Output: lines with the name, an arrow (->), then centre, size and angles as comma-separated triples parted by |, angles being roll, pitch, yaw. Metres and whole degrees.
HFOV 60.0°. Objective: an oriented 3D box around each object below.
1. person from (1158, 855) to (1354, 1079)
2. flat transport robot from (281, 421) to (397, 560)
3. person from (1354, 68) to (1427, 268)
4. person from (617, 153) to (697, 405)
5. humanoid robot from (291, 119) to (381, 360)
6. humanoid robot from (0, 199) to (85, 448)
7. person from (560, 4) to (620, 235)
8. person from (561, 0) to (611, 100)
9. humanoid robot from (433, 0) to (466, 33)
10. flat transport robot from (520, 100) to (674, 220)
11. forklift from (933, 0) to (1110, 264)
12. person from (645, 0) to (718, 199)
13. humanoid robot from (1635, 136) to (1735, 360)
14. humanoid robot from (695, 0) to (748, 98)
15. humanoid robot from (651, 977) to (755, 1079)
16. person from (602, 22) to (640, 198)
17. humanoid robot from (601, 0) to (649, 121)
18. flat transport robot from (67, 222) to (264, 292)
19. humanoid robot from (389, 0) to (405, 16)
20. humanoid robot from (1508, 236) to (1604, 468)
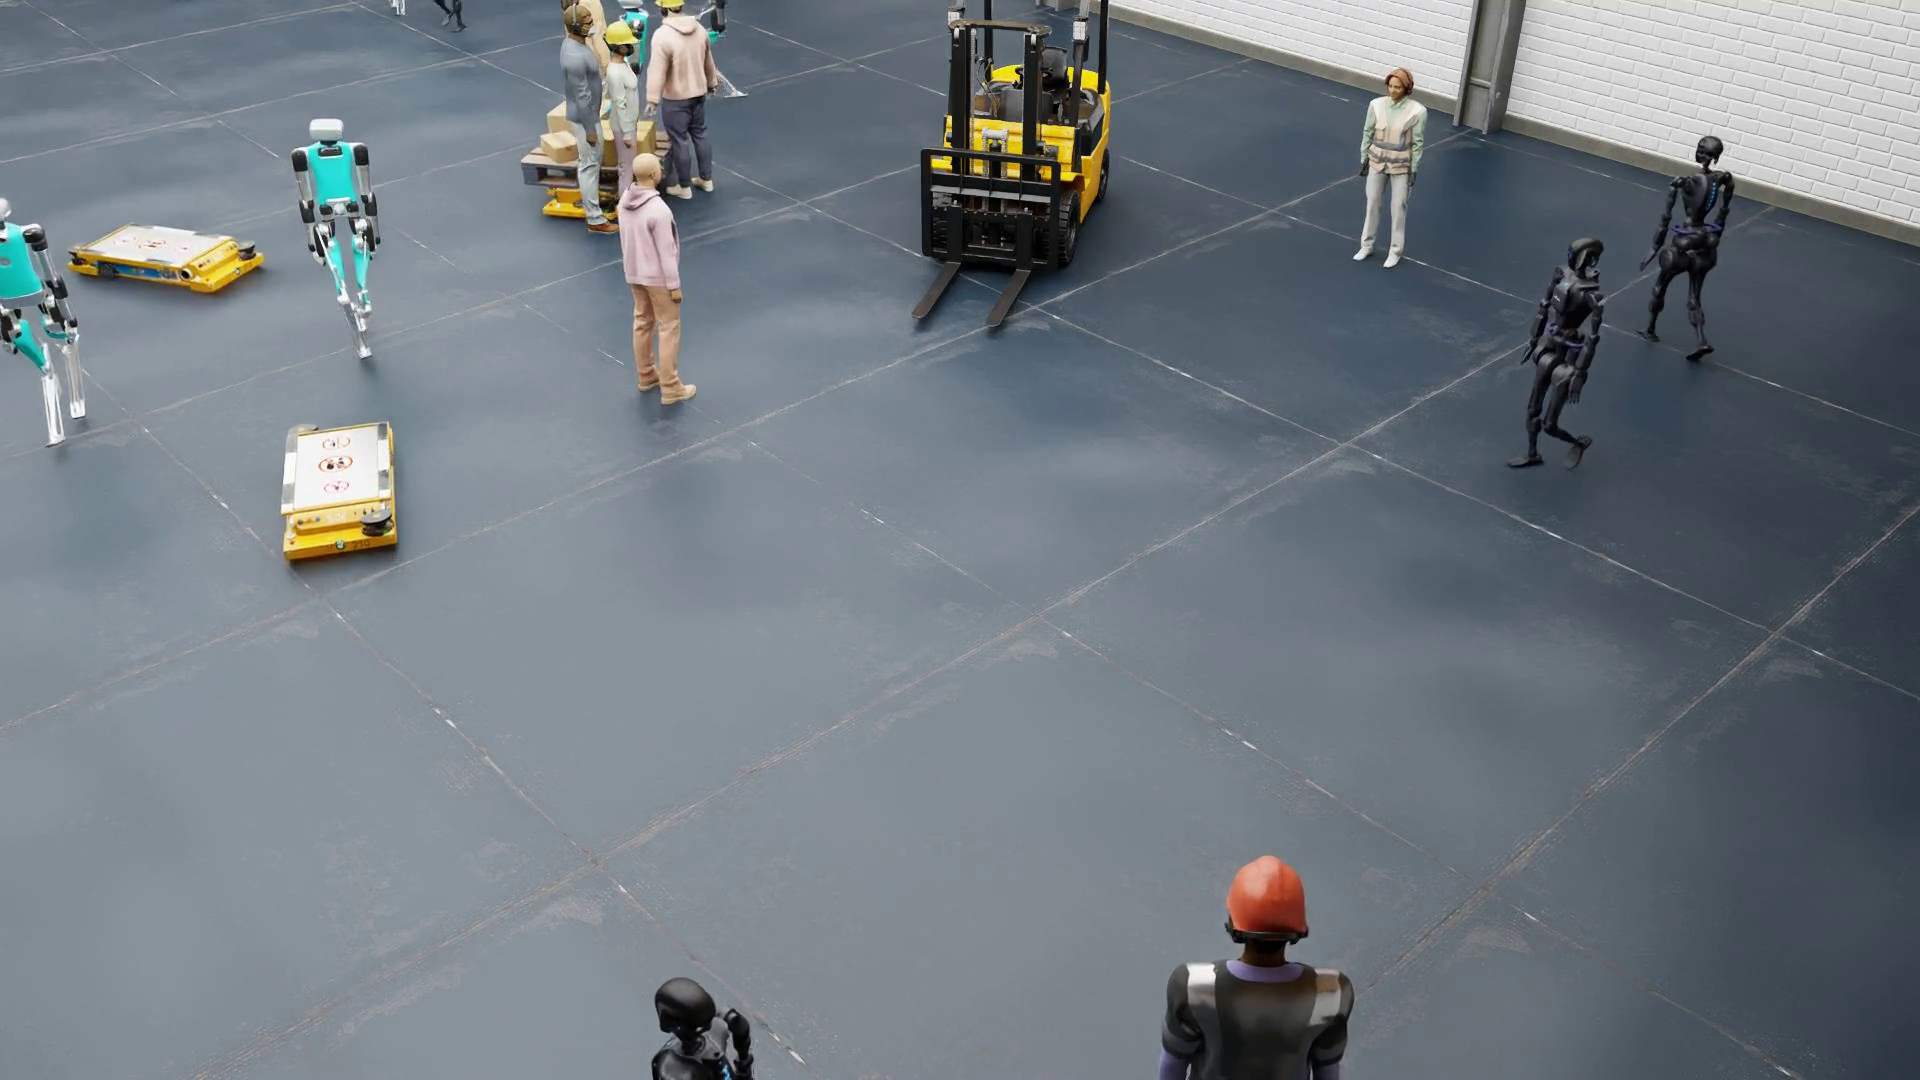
person -> 0.963, 1.885, 5.667 | 0.601, 2.034, 0.414 | 1, 33, 2
flat transport robot -> -3.997, -0.360, 10.726 | 0.659, 0.231, 1.431 | -9, 34, -14
person -> 3.515, -3.050, 13.608 | 0.519, 1.633, 0.316 | 21, 39, 29
person -> -2.151, -1.816, 11.583 | 0.531, 1.775, 0.408 | 27, 42, 35
humanoid robot -> -4.446, -2.121, 12.116 | 0.560, 1.748, 1.035 | -14, 36, -21
humanoid robot -> -6.186, -1.492, 11.104 | 0.556, 1.735, 0.966 | -12, 35, -17
person -> -3.155, -3.571, 14.133 | 0.373, 1.939, 0.627 | -7, 34, -11
person -> -3.503, -4.565, 15.717 | 0.404, 1.876, 0.564 | -27, 42, -35
humanoid robot -> -5.961, -6.731, 19.231 | 0.600, 1.647, 0.365 | 8, 34, 13
flat transport robot -> -3.215, -3.284, 15.221 | 0.659, 0.231, 1.431 | 7, 34, 11
forklift -> 0.570, -3.725, 14.138 | 1.214, 2.155, 2.313 | 9, 34, 13
person -> -2.480, -3.997, 14.875 | 0.476, 1.848, 0.811 | 23, 39, 31
humanoid robot -> 5.370, -2.131, 12.191 | 0.603, 1.632, 0.737 | -7, 34, -11
humanoid robot -> -2.741, -5.347, 17.064 | 0.960, 1.769, 0.543 | -4, 33, -6
humanoid robot -> -0.889, 2.111, 5.669 | 0.761, 1.633, 0.601 | 18, 37, 25
person -> -2.843, -3.553, 14.261 | 0.313, 1.768, 0.524 | -3, 33, -4
humanoid robot -> -3.149, -4.026, 15.096 | 0.784, 1.851, 0.536 | -7, 34, -11
flat transport robot -> -6.587, -2.341, 13.771 | 1.431, 0.231, 0.659 | 10, 34, 15
humanoid robot -> -6.875, -7.138, 19.893 | 0.552, 1.897, 0.767 | -2, 33, -3
humanoid robot -> 3.922, -1.201, 10.731 | 0.483, 1.639, 0.610 | -10, 34, -15
